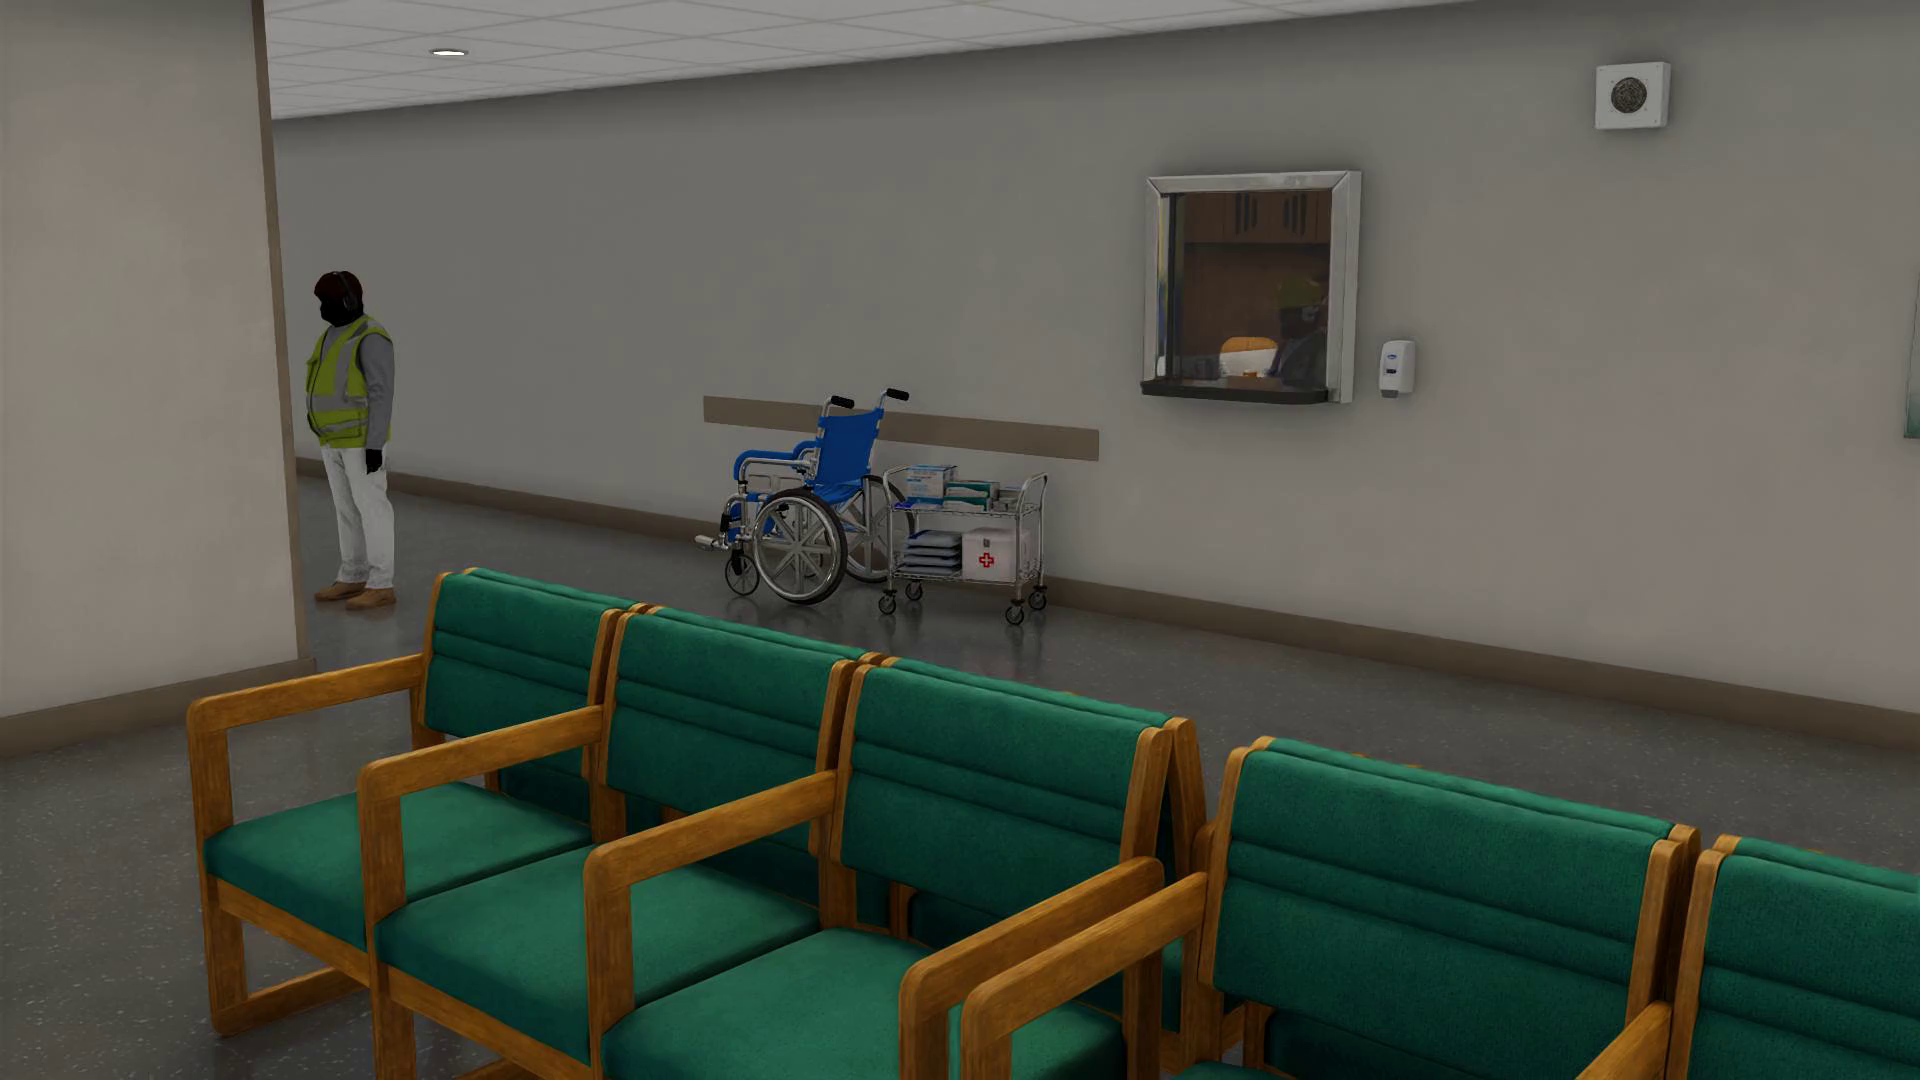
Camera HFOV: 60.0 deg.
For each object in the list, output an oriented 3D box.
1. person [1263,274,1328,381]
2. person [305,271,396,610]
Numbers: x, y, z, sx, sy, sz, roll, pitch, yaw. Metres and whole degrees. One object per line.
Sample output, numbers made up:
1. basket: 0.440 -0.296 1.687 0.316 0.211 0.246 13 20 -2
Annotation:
1. person: 1.818 -0.509 8.948 0.452 1.821 0.597 -2 10 -13
2. person: -3.328 -0.542 9.087 0.622 1.838 0.429 9 13 42
